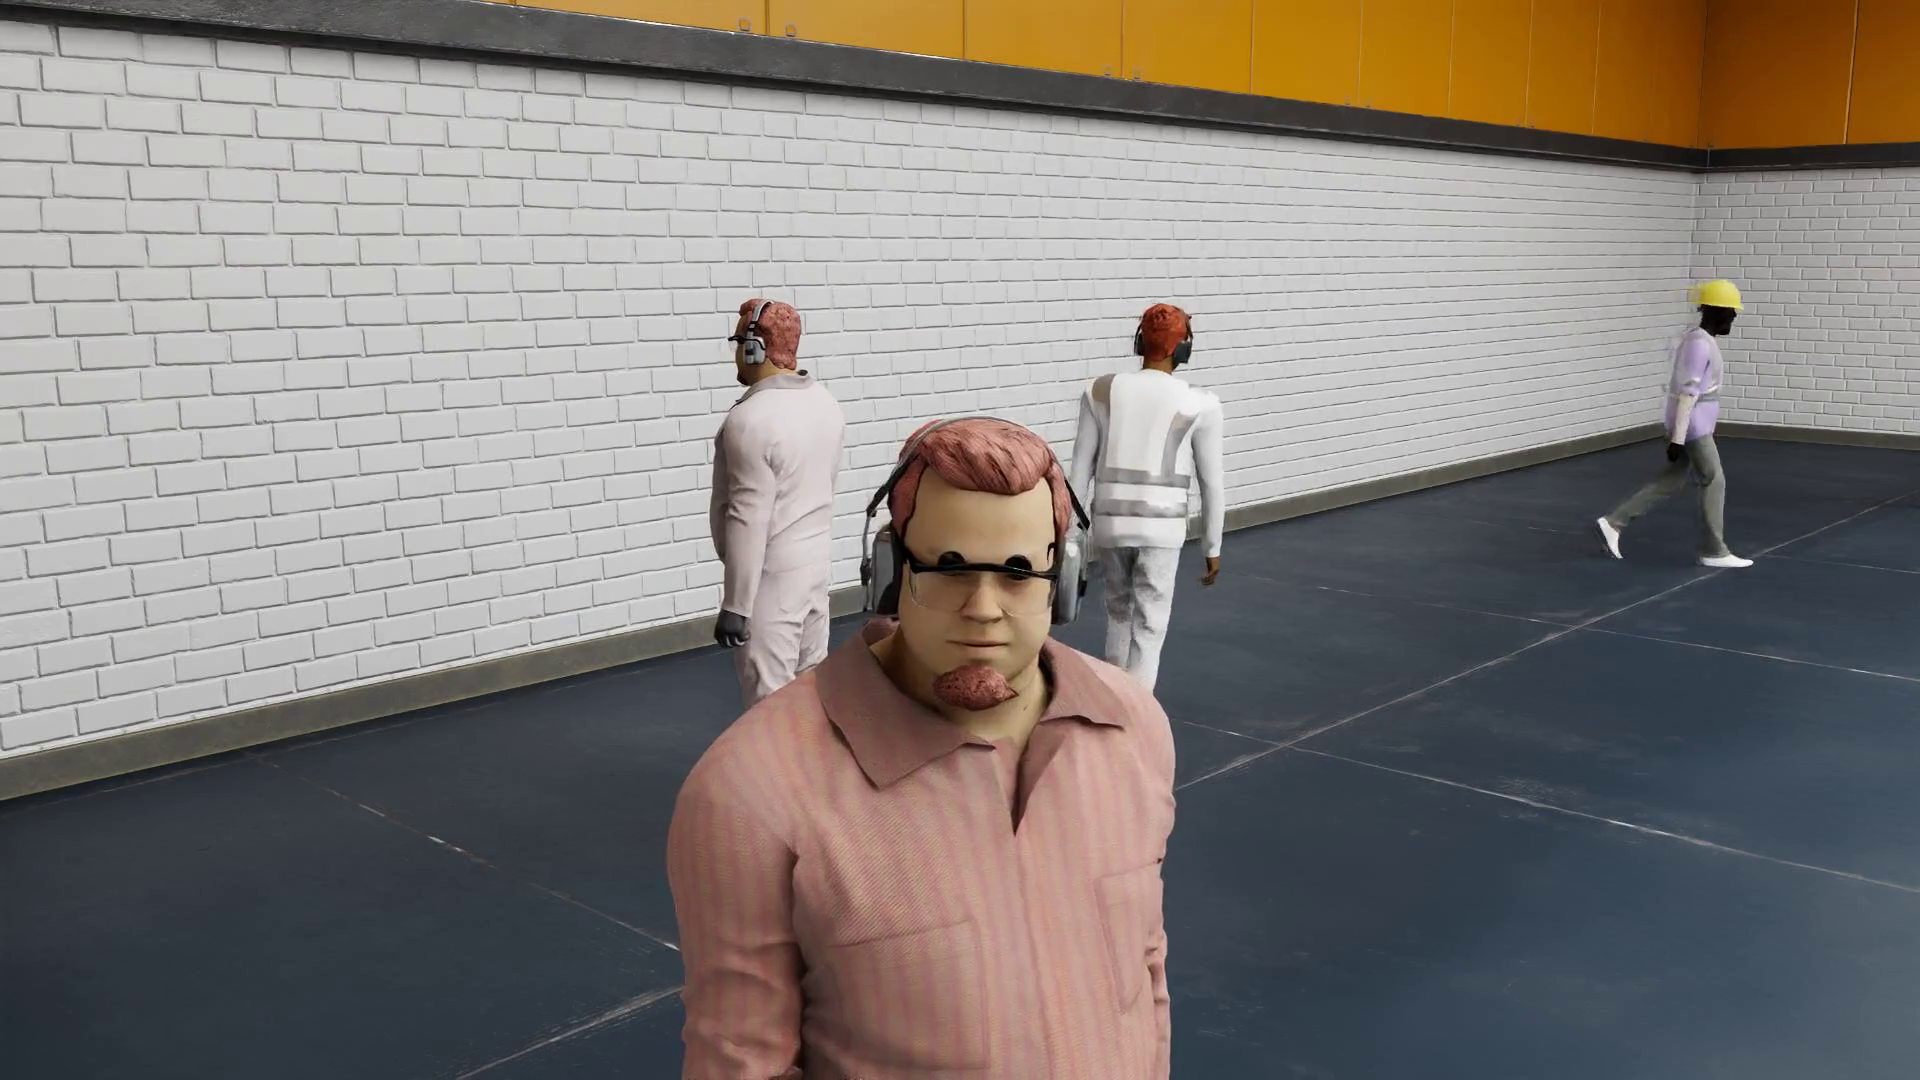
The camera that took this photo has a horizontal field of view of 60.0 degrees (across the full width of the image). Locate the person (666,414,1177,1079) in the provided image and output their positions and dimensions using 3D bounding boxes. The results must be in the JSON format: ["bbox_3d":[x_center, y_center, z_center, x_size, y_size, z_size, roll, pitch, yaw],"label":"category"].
[{"bbox_3d":[0.010,0.807,1.874,0.649,1.904,0.402,-7,12,-33],"label":"person"}]

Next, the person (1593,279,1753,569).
[{"bbox_3d":[4.699,-0.756,10.846,0.911,1.885,0.591,3,10,18],"label":"person"}]

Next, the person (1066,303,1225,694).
[{"bbox_3d":[0.750,-0.015,6.692,0.620,1.855,0.668,4,11,22],"label":"person"}]

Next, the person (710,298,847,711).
[{"bbox_3d":[-0.642,0.145,5.642,0.409,1.908,0.640,4,11,21],"label":"person"}]
